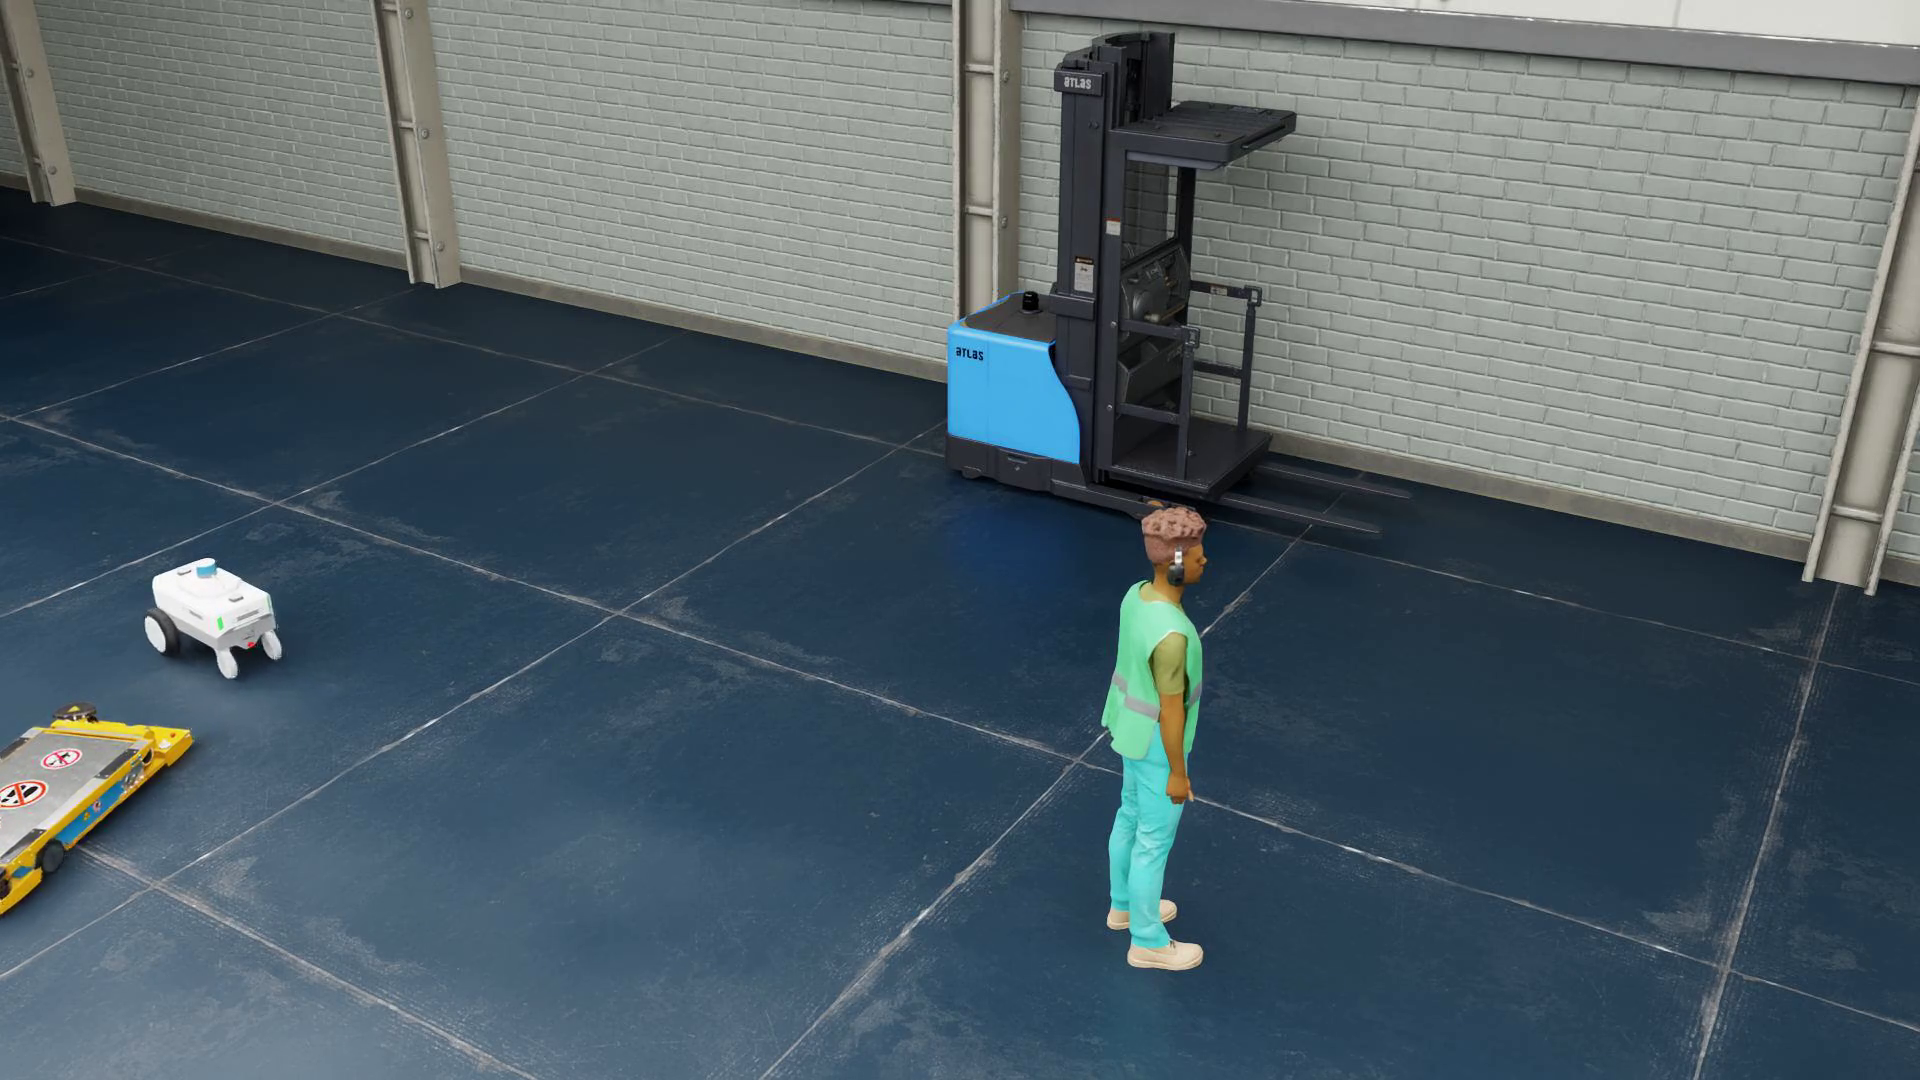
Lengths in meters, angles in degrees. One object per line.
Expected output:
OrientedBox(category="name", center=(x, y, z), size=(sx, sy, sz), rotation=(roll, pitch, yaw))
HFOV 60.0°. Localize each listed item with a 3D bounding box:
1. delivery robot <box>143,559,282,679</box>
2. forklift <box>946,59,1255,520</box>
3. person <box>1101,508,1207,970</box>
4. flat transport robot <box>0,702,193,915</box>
OrientedBox(category="delivery robot", center=(-4.093, 0.392, 9.115), size=(0.810, 0.612, 0.499), rotation=(18, 31, 33))
OrientedBox(category="forklift", center=(0.933, -1.707, 10.833), size=(1.873, 2.768, 1.129), rotation=(15, 29, 28))
OrientedBox(category="person", center=(0.770, 0.793, 6.586), size=(0.402, 1.978, 0.484), rotation=(-5, 26, -10))
OrientedBox(category="flat transport robot", center=(-4.270, 1.219, 7.681), size=(0.659, 0.231, 1.431), rotation=(4, 26, 9))
